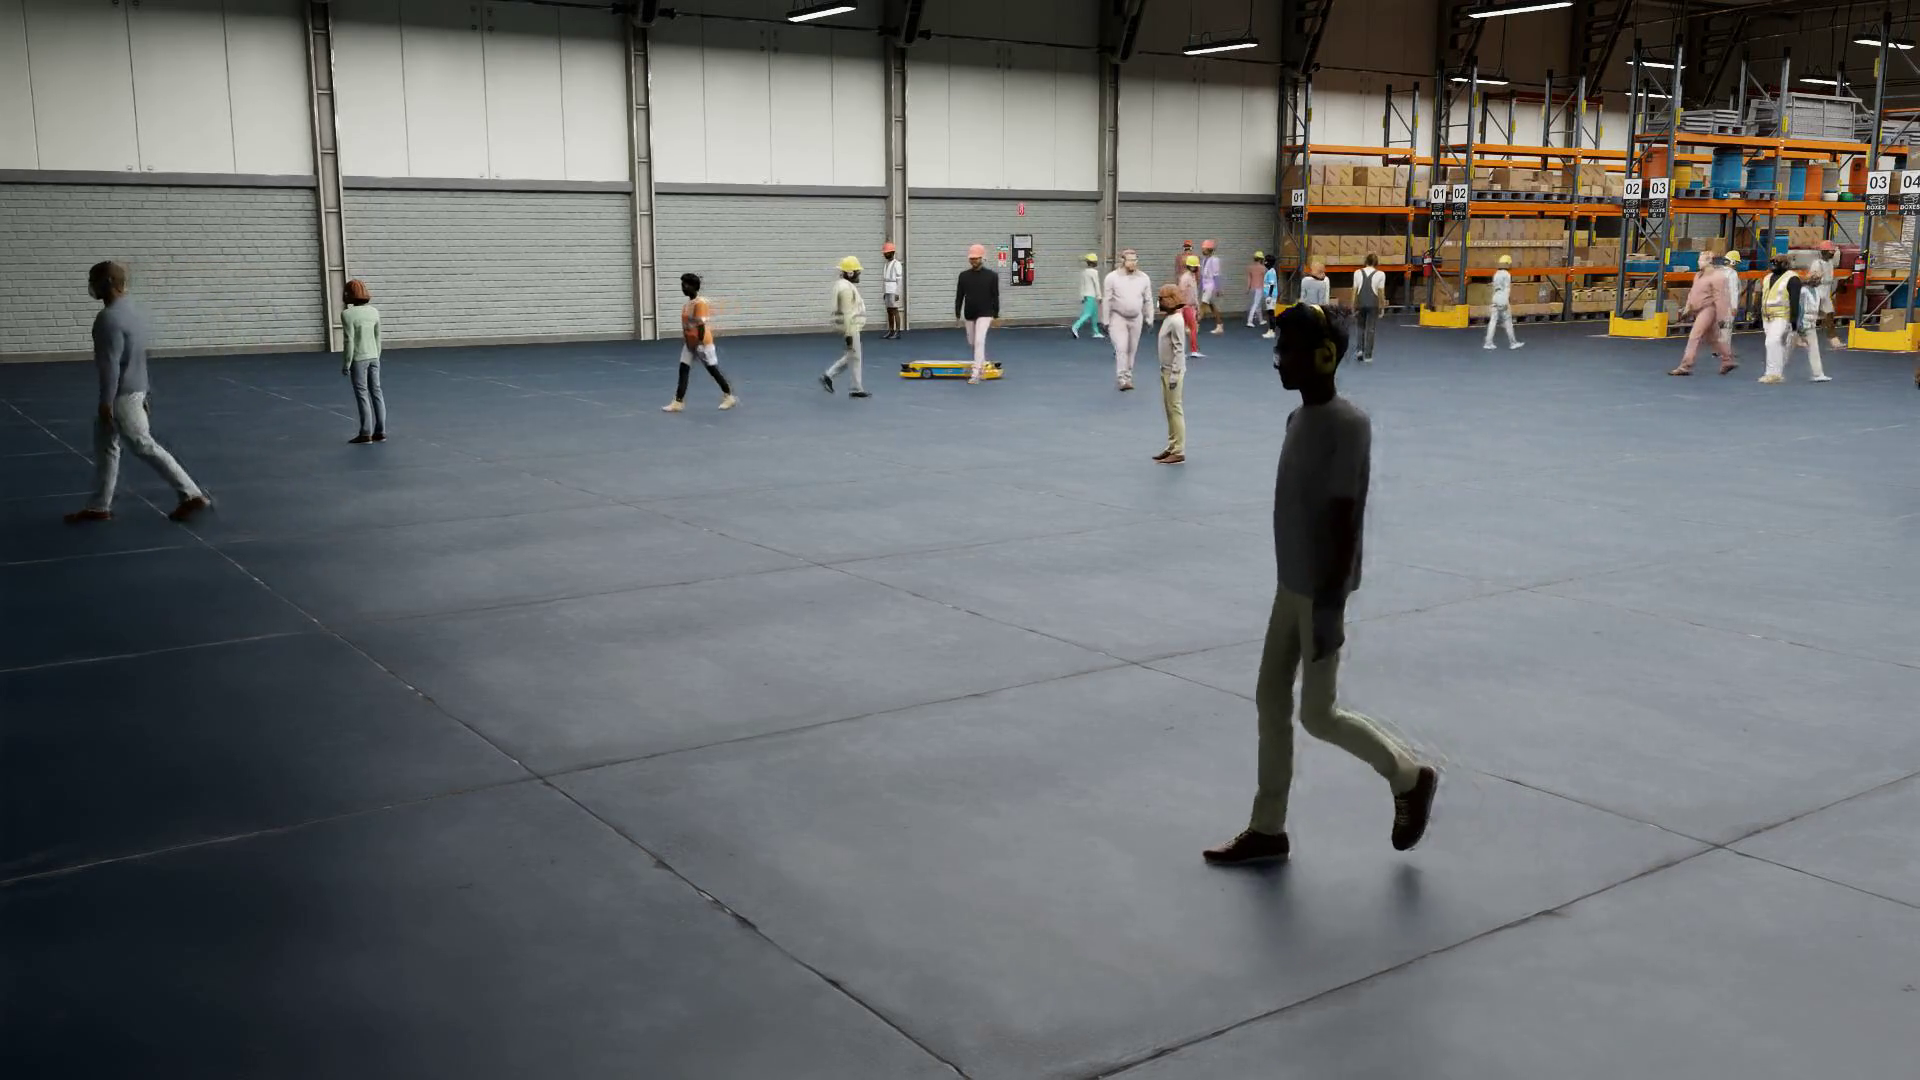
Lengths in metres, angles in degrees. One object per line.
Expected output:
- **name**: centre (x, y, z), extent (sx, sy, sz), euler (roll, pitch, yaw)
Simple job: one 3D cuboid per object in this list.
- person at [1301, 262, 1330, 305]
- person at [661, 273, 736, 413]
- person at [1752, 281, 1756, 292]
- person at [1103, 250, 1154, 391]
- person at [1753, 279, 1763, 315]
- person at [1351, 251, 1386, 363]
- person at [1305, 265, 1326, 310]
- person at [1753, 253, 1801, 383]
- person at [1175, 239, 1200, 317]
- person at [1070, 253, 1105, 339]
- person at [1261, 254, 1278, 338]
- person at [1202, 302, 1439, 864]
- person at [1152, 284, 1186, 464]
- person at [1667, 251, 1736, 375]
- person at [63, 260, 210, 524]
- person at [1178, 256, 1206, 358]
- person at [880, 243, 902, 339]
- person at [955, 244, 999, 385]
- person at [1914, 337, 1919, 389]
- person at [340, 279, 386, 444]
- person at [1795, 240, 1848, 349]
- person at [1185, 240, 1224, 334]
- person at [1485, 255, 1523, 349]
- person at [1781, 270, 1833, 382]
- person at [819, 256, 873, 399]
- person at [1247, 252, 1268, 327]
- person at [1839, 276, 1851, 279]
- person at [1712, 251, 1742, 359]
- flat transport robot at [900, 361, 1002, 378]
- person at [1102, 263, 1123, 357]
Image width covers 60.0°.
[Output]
- **person**: centre (6.295, -4.099, 29.393), extent (0.545, 1.602, 0.782), euler (5, 11, 25)
- **person**: centre (-3.069, -2.330, 19.633), extent (0.916, 1.644, 0.539), euler (-7, 12, -32)
- **person**: centre (23.118, -7.659, 48.118), extent (0.825, 1.914, 0.554), euler (-5, 11, -25)
- **person**: centre (2.284, -2.931, 22.274), extent (0.672, 1.867, 0.905), euler (-2, 11, -11)
- **person**: centre (21.091, -6.857, 43.643), extent (0.547, 1.934, 0.376), euler (9, 14, 40)
- **person**: centre (6.671, -3.792, 27.129), extent (0.535, 1.826, 0.427), euler (5, 11, 25)
- **person**: centre (5.960, -3.834, 28.037), extent (0.877, 1.579, 0.494), euler (-8, 13, -38)
- **person**: centre (11.376, -3.101, 23.351), extent (0.658, 1.822, 0.661), euler (-2, 11, -13)
- **person**: centre (5.468, -6.214, 39.966), extent (0.608, 1.989, 0.386), euler (3, 11, 15)
- **person**: centre (2.593, -4.943, 33.693), extent (0.809, 1.735, 0.525), euler (-4, 11, -20)
- **person**: centre (6.312, -4.954, 33.857), extent (0.321, 1.696, 0.537), euler (2, 10, 10)
- **person**: centre (1.190, 0.162, 5.382), extent (0.710, 1.852, 0.528), euler (-3, 11, -15)
- **person**: centre (1.917, -1.509, 15.147), extent (0.266, 1.631, 0.507), euler (-1, 10, -3)
- **person**: centre (11.138, -3.368, 24.748), extent (1.033, 1.858, 0.628), euler (1, 10, 3)
- **person**: centre (-5.935, -1.051, 11.917), extent (0.990, 1.903, 0.642), euler (-3, 11, -15)
- **person**: centre (3.930, -3.943, 28.197), extent (0.728, 1.724, 0.653), euler (4, 11, 21)
- **person**: centre (-1.402, -5.004, 33.482), extent (0.377, 1.932, 0.551), euler (-6, 12, -31)
- **person**: centre (0.257, -3.197, 23.517), extent (0.630, 1.964, 0.917), euler (4, 11, 20)
- **person**: centre (8.159, -1.422, 13.553), extent (0.697, 2.000, 0.676), euler (9, 14, 42)
- **person**: centre (-5.974, -1.777, 16.613), extent (0.282, 1.633, 0.501), euler (4, 11, 22)
- **person**: centre (15.900, -4.517, 30.679), extent (0.627, 1.990, 1.040), euler (-6, 12, -31)
- **person**: centre (5.175, -5.320, 35.076), extent (1.021, 1.984, 0.625), euler (-2, 11, -10)
- **person**: centre (10.025, -4.378, 30.642), extent (0.741, 1.704, 0.506), euler (-3, 11, -18)
- **person**: centre (12.028, -3.044, 23.713), extent (0.562, 1.580, 0.899), euler (-6, 12, -31)
- **person**: centre (-1.438, -2.691, 21.111), extent (0.594, 1.820, 0.606), euler (-2, 11, -10)
- **person**: centre (6.834, -5.733, 38.086), extent (0.925, 1.716, 0.528), euler (-8, 13, -39)
- **person**: centre (24.889, -7.311, 46.443), extent (0.600, 1.816, 1.033), euler (10, 14, 43)
- **person**: centre (13.008, -3.981, 28.183), extent (0.403, 1.822, 0.589), euler (-1, 10, -7)
- **flat transport robot**: centre (-0.124, -2.508, 24.360), extent (1.431, 0.197, 0.652), euler (1, 10, 8)
- **person**: centre (2.702, -3.919, 28.378), extent (0.527, 1.621, 0.454), euler (-2, 11, -13)
